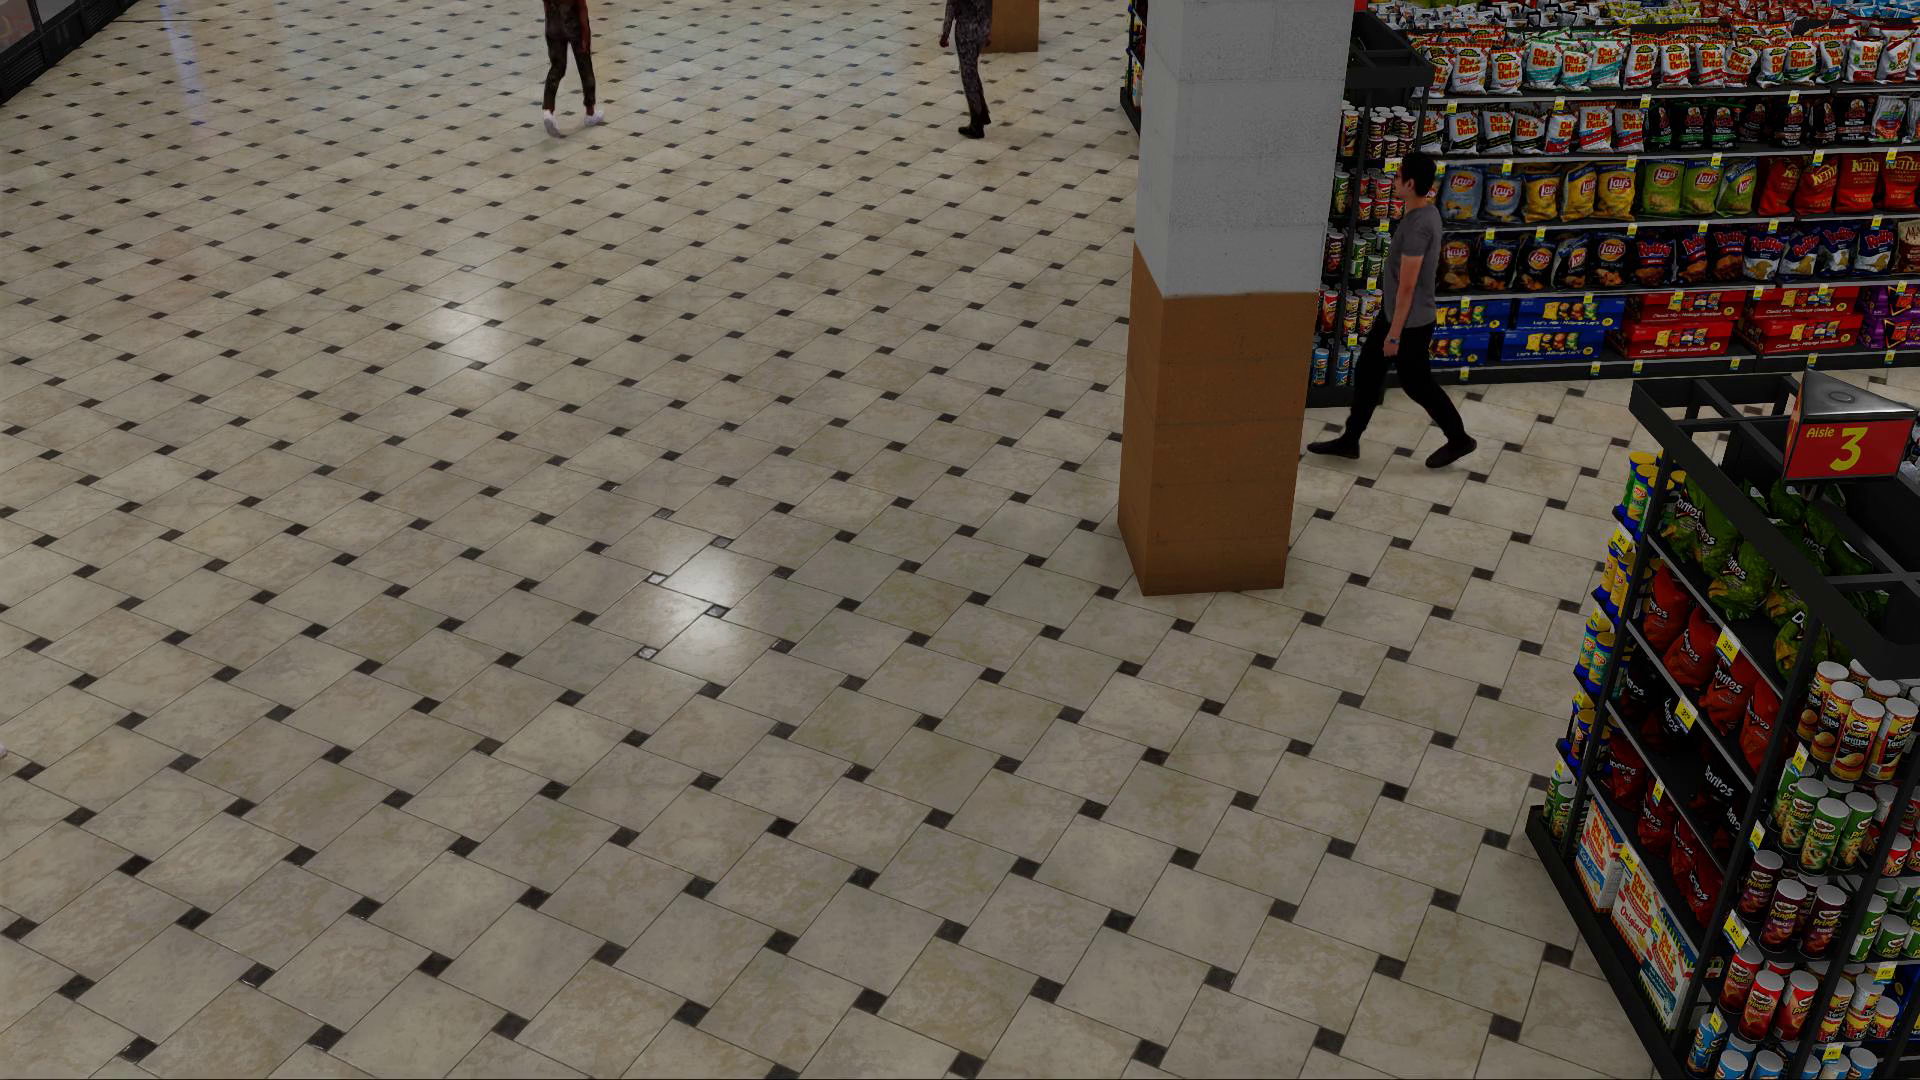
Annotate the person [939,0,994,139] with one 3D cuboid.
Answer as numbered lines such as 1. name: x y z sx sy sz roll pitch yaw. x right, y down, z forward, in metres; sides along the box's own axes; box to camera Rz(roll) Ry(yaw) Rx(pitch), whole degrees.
1. person: 0.152 -4.069 13.401 0.776 1.705 0.716 24 39 33

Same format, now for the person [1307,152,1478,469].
1. person: 2.418 -1.141 8.675 1.186 1.727 0.828 3 32 5

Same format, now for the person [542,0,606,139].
1. person: -3.235 -4.099 13.477 1.109 1.676 0.881 7 33 12
